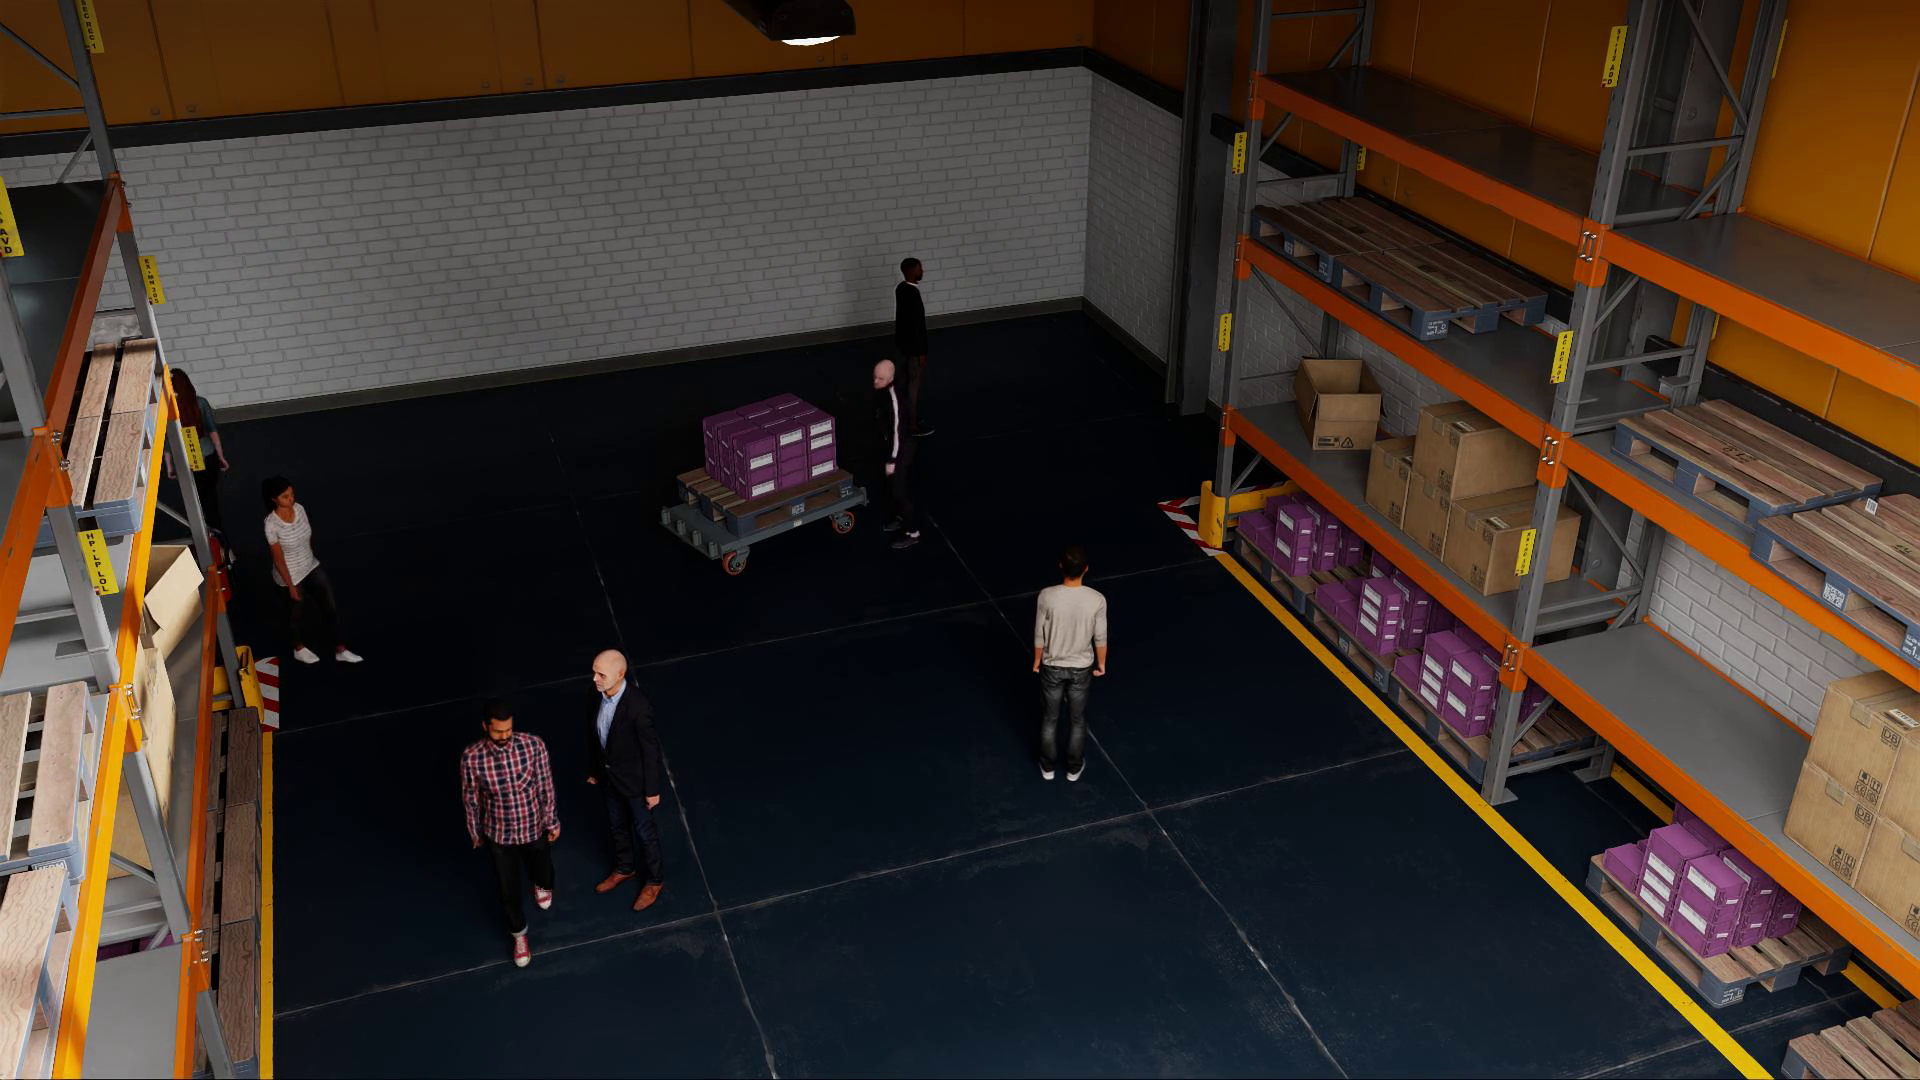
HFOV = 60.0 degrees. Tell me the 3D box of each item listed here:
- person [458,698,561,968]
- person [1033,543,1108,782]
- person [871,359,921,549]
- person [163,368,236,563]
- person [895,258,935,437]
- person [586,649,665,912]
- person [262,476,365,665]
[{"bbox_3d":[-2.643,1.655,9.895,0.695,1.745,0.853,-8,30,-14],"label":"person"},{"bbox_3d":[0.731,0.851,11.305,0.723,1.807,0.686,1,29,2],"label":"person"},{"bbox_3d":[-0.510,-0.751,14.258,0.827,1.791,0.603,-1,29,-2],"label":"person"},{"bbox_3d":[-6.404,-0.597,14.050,1.092,1.719,0.882,26,38,38],"label":"person"},{"bbox_3d":[-0.478,-1.912,16.378,0.721,1.800,0.465,-11,30,-19],"label":"person"},{"bbox_3d":[-2.062,1.441,10.232,0.746,1.800,0.837,16,33,27],"label":"person"},{"bbox_3d":[-5.097,0.247,12.604,0.919,1.623,0.849,14,32,24],"label":"person"}]
